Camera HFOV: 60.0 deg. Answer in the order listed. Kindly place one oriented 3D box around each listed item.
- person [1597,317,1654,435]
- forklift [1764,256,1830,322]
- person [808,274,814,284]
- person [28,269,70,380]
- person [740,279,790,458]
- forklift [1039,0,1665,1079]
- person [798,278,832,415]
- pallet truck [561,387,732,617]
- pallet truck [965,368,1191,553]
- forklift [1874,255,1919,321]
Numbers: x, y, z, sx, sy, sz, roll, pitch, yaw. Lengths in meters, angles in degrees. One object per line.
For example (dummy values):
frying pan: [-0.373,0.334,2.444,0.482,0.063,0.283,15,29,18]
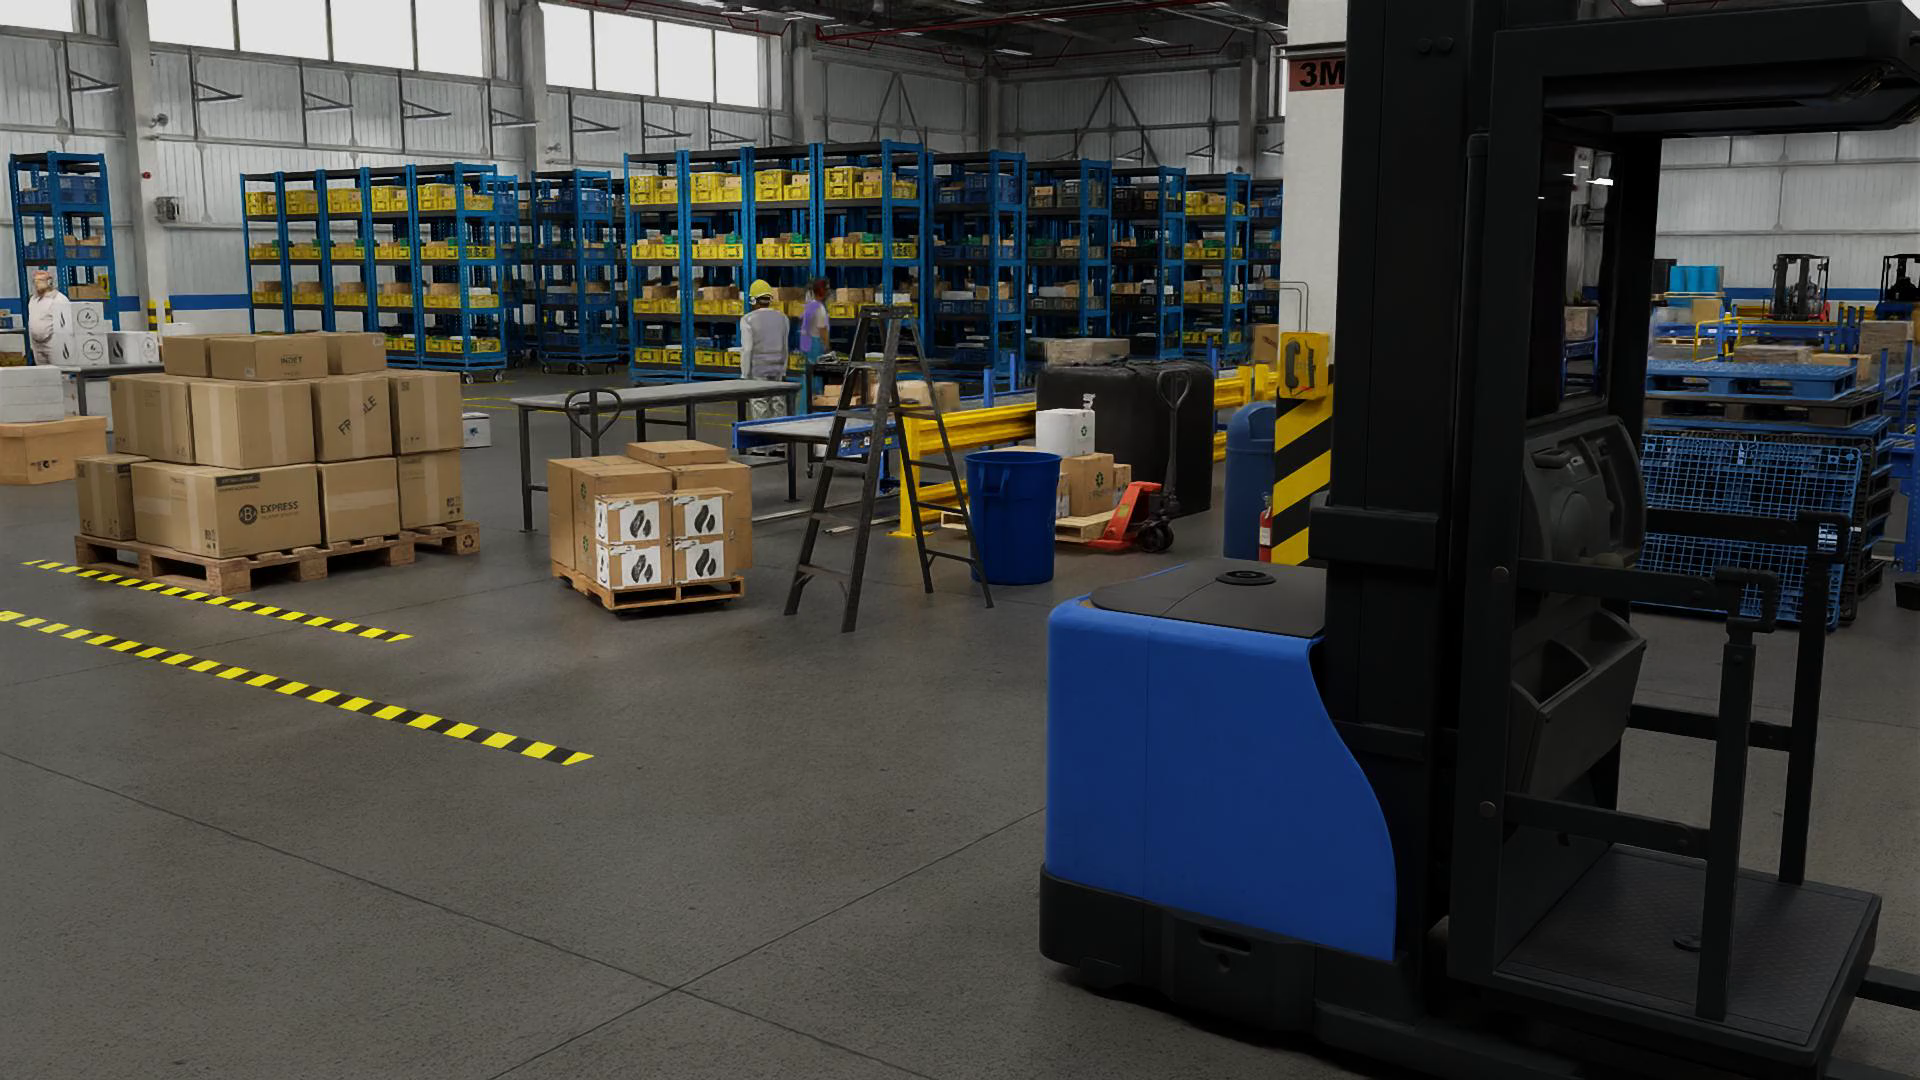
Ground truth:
person: [6.402,-1.567,15.942,1.078,1.864,0.614,-8,12,-40]
forklift: [20.253,-5.854,40.139,1.157,1.987,2.680,7,12,35]
person: [-2.707,-4.224,31.898,0.766,1.803,0.598,-6,11,-30]
person: [-11.621,-2.480,21.198,0.641,1.913,0.407,3,10,20]
person: [-1.993,-1.706,16.813,0.591,1.834,0.404,-9,13,-43]
forklift: [1.249,-0.137,4.360,1.873,2.768,1.129,7,12,35]
person: [-1.619,-2.283,20.330,0.906,1.805,0.588,-2,10,-14]
pallet truck: [-1.981,-0.274,10.088,0.680,1.201,1.601,-5,11,-28]
pallet truck: [0.845,-0.609,11.869,1.630,1.274,0.653,7,12,35]
forklift: [22.089,-5.634,38.796,1.157,1.987,2.680,6,11,33]
